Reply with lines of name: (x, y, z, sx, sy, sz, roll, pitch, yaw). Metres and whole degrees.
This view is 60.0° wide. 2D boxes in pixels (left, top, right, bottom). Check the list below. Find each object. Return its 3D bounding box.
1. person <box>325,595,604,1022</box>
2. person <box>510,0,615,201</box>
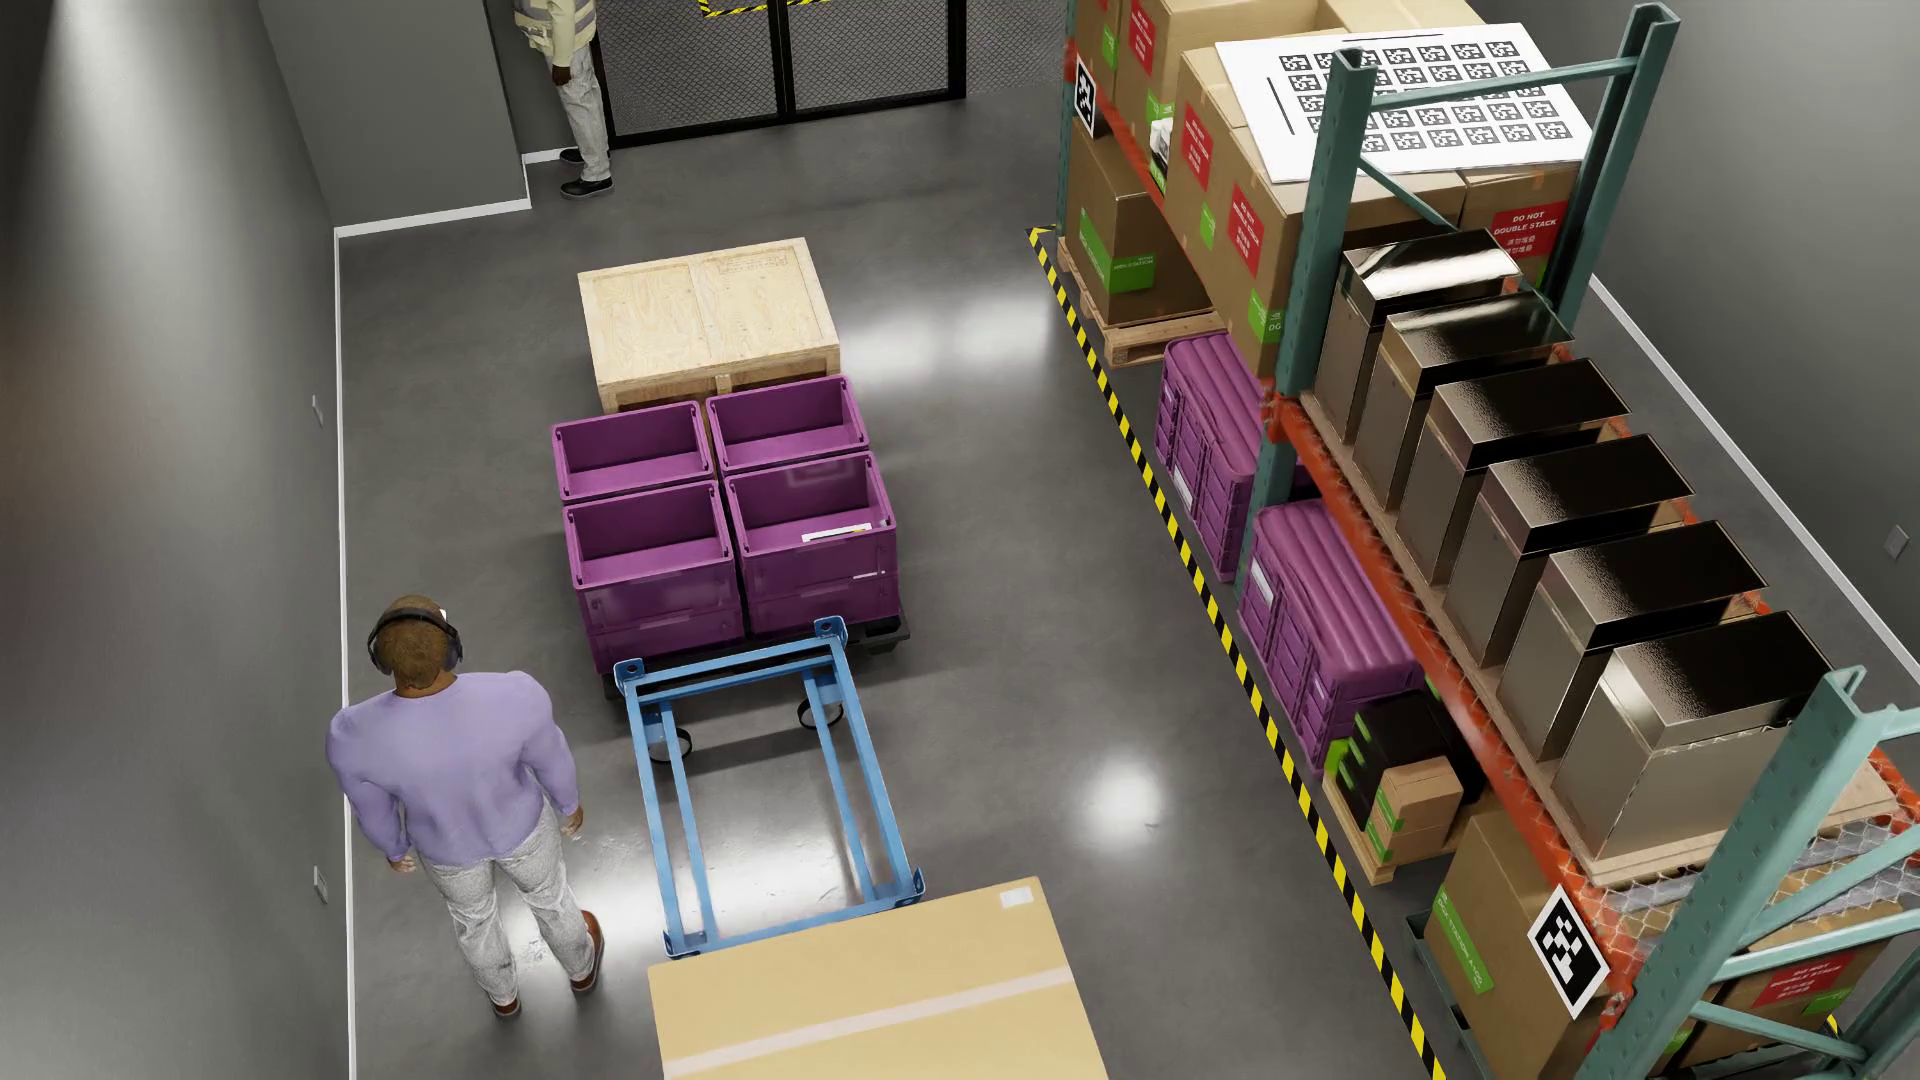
person: (-1.468, 0.865, 5.092, 0.635, 1.937, 0.352, -13, 49, -12)
person: (-2.007, -2.562, 8.310, 0.404, 1.830, 0.601, -6, 48, -5)
